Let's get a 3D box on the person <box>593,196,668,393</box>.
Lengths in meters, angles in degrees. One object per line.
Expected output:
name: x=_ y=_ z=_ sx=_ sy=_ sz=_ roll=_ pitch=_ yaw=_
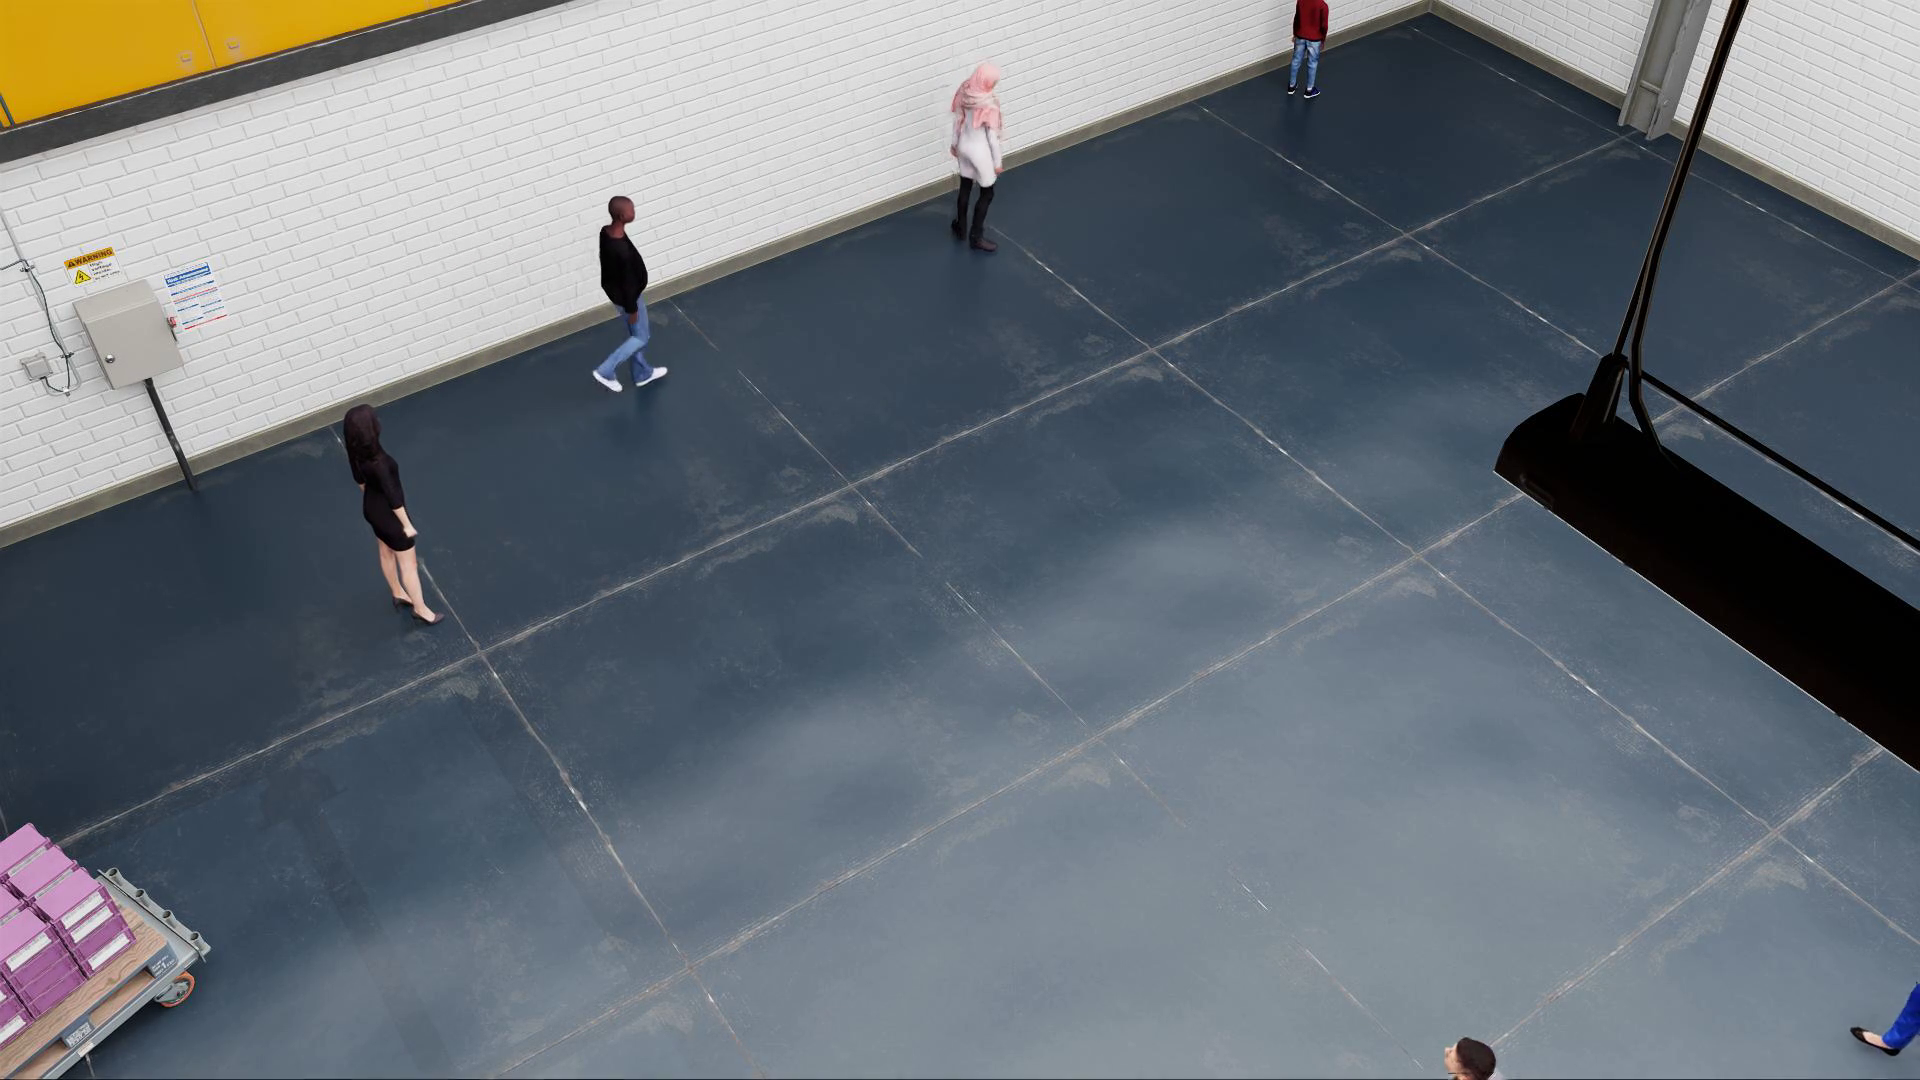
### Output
person: x=-2.659 y=-1.855 z=12.869 sx=0.651 sy=1.732 sz=0.784 roll=-25 pitch=49 yaw=-24

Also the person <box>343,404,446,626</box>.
person: x=-3.800 y=-0.151 z=11.027 sx=0.686 sy=1.807 sz=0.488 roll=-34 pitch=53 yaw=-31

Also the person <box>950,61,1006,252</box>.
person: x=0.090 y=-3.359 z=14.408 sx=0.517 sy=1.788 sz=0.818 roll=27 pitch=50 yaw=26

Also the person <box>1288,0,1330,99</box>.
person: x=3.470 y=-5.020 z=16.538 sx=0.520 sy=1.255 sz=0.629 roll=24 pitch=49 yaw=23
